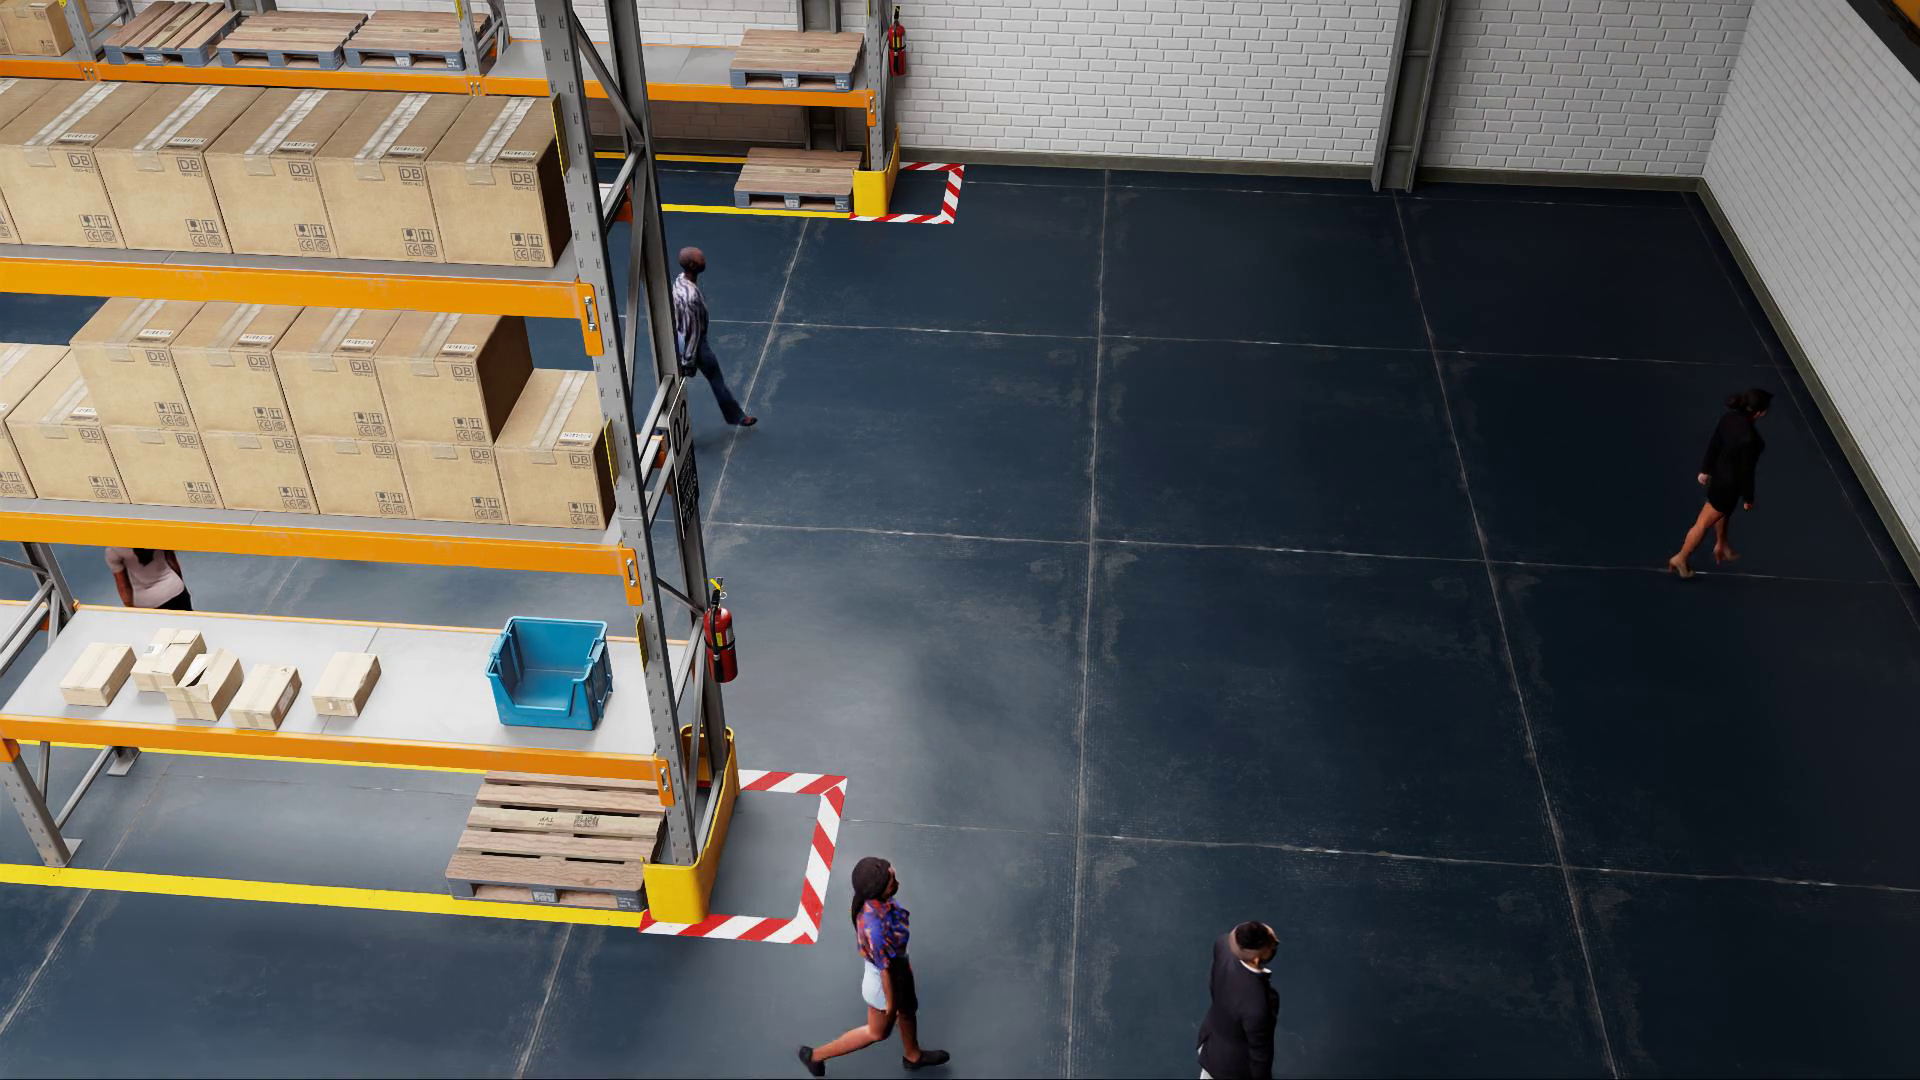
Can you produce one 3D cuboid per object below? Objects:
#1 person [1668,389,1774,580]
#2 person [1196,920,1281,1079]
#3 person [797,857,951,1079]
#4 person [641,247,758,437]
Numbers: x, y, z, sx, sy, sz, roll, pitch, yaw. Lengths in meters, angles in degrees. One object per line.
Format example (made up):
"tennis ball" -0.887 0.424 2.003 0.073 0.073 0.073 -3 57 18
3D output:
"person" 5.444 -0.375 11.998 0.809 1.623 0.588 1 39 1
"person" 1.340 2.479 8.163 0.727 1.948 0.775 -9 39 -11
"person" -0.473 2.264 8.615 1.096 1.721 0.725 -4 39 -5
"person" -2.229 -1.482 13.293 1.283 1.736 1.041 -16 41 -19
